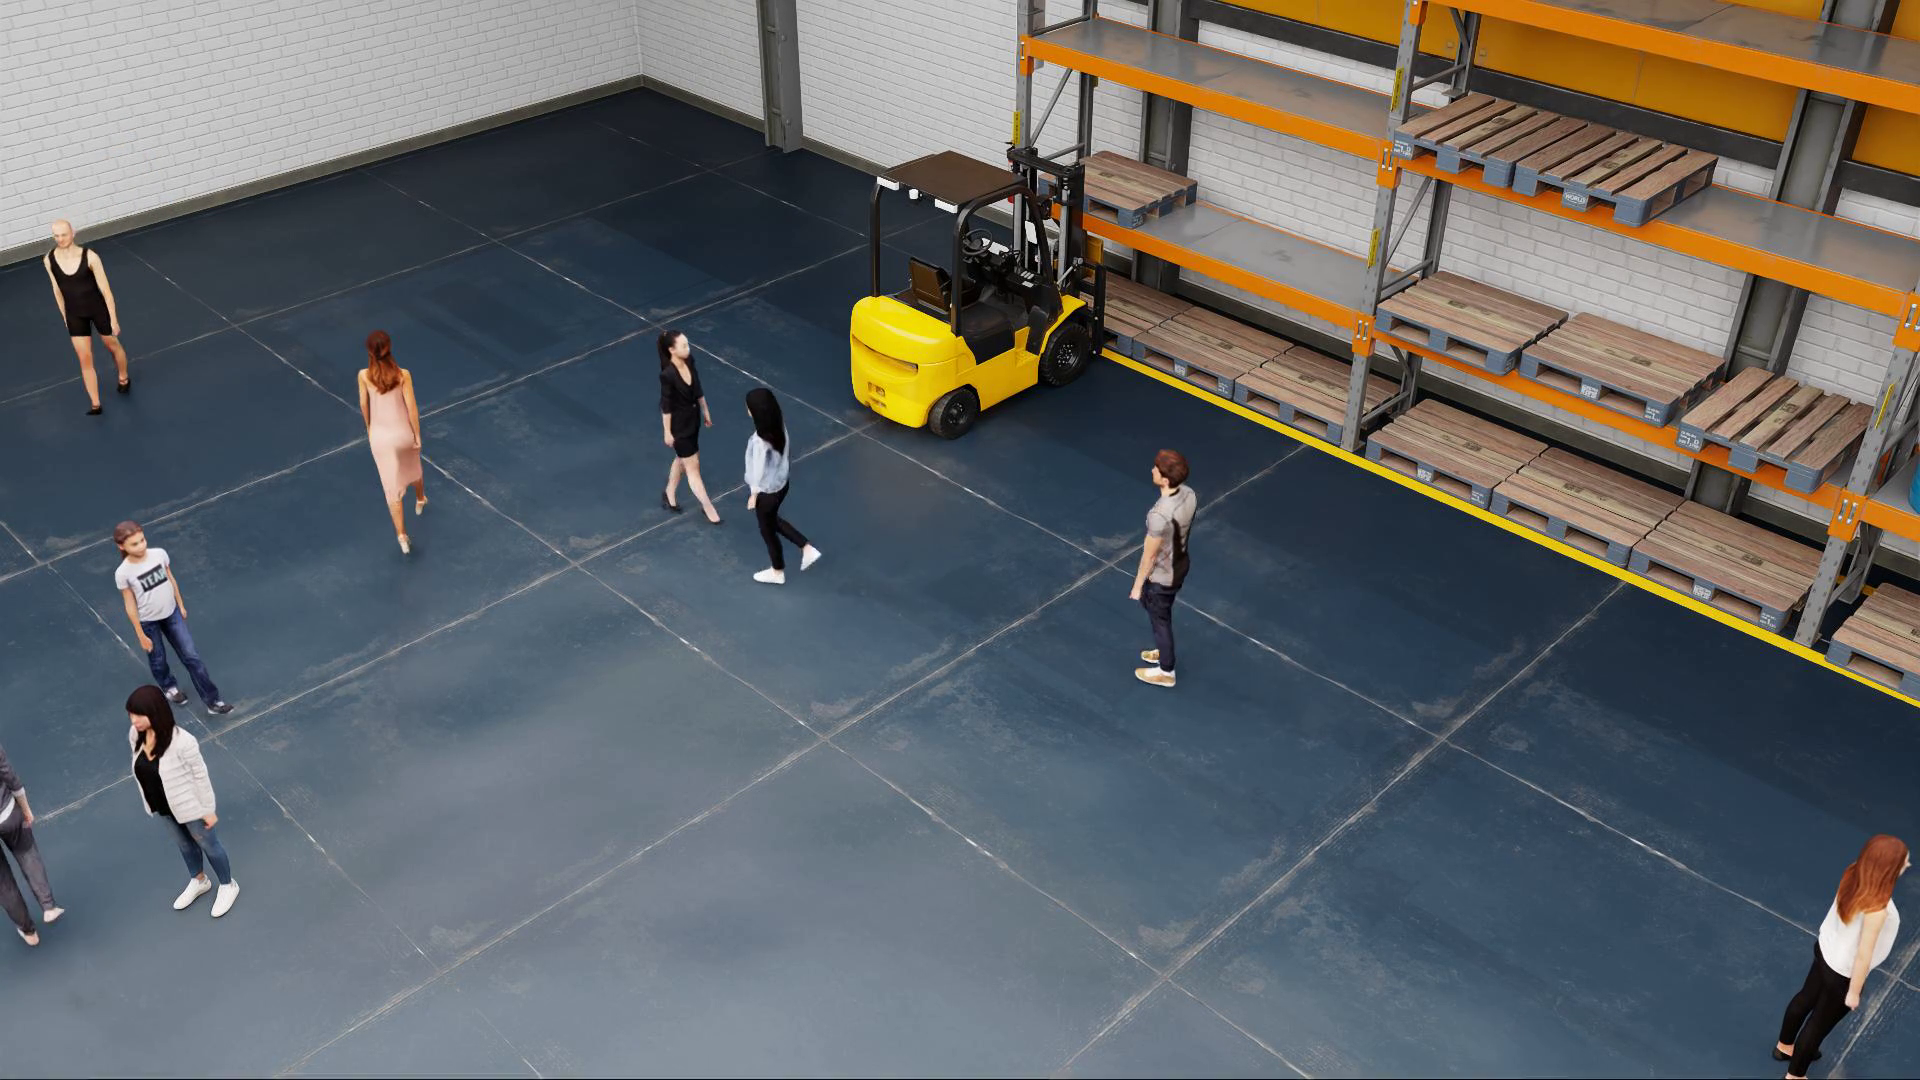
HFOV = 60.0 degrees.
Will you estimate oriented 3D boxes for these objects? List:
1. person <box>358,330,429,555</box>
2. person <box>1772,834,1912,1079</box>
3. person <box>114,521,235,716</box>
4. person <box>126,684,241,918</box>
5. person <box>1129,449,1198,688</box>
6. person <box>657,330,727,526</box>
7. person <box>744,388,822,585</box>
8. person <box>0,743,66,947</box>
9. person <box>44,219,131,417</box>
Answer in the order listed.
[{"bbox_3d":[-4.436,-0.736,12.971,0.996,1.788,1.184,-6,34,-9],"label":"person"},{"bbox_3d":[4.563,2.187,8.632,0.665,1.722,0.645,7,34,10],"label":"person"},{"bbox_3d":[-5.510,0.507,11.332,0.981,1.531,0.619,24,40,31],"label":"person"},{"bbox_3d":[-4.562,1.505,9.734,0.648,1.638,0.763,9,35,14],"label":"person"},{"bbox_3d":[1.489,0.235,11.427,0.701,1.880,0.729,19,38,26],"label":"person"},{"bbox_3d":[-2.279,-0.915,13.345,0.970,1.672,0.807,13,36,19],"label":"person"},{"bbox_3d":[-1.343,-0.358,12.482,0.891,1.699,0.806,7,34,10],"label":"person"},{"bbox_3d":[-5.474,1.651,9.411,0.615,1.752,0.589,-26,42,-34],"label":"person"},{"bbox_3d":[-7.808,-2.062,14.981,1.062,1.769,1.218,-6,34,-8],"label":"person"}]
